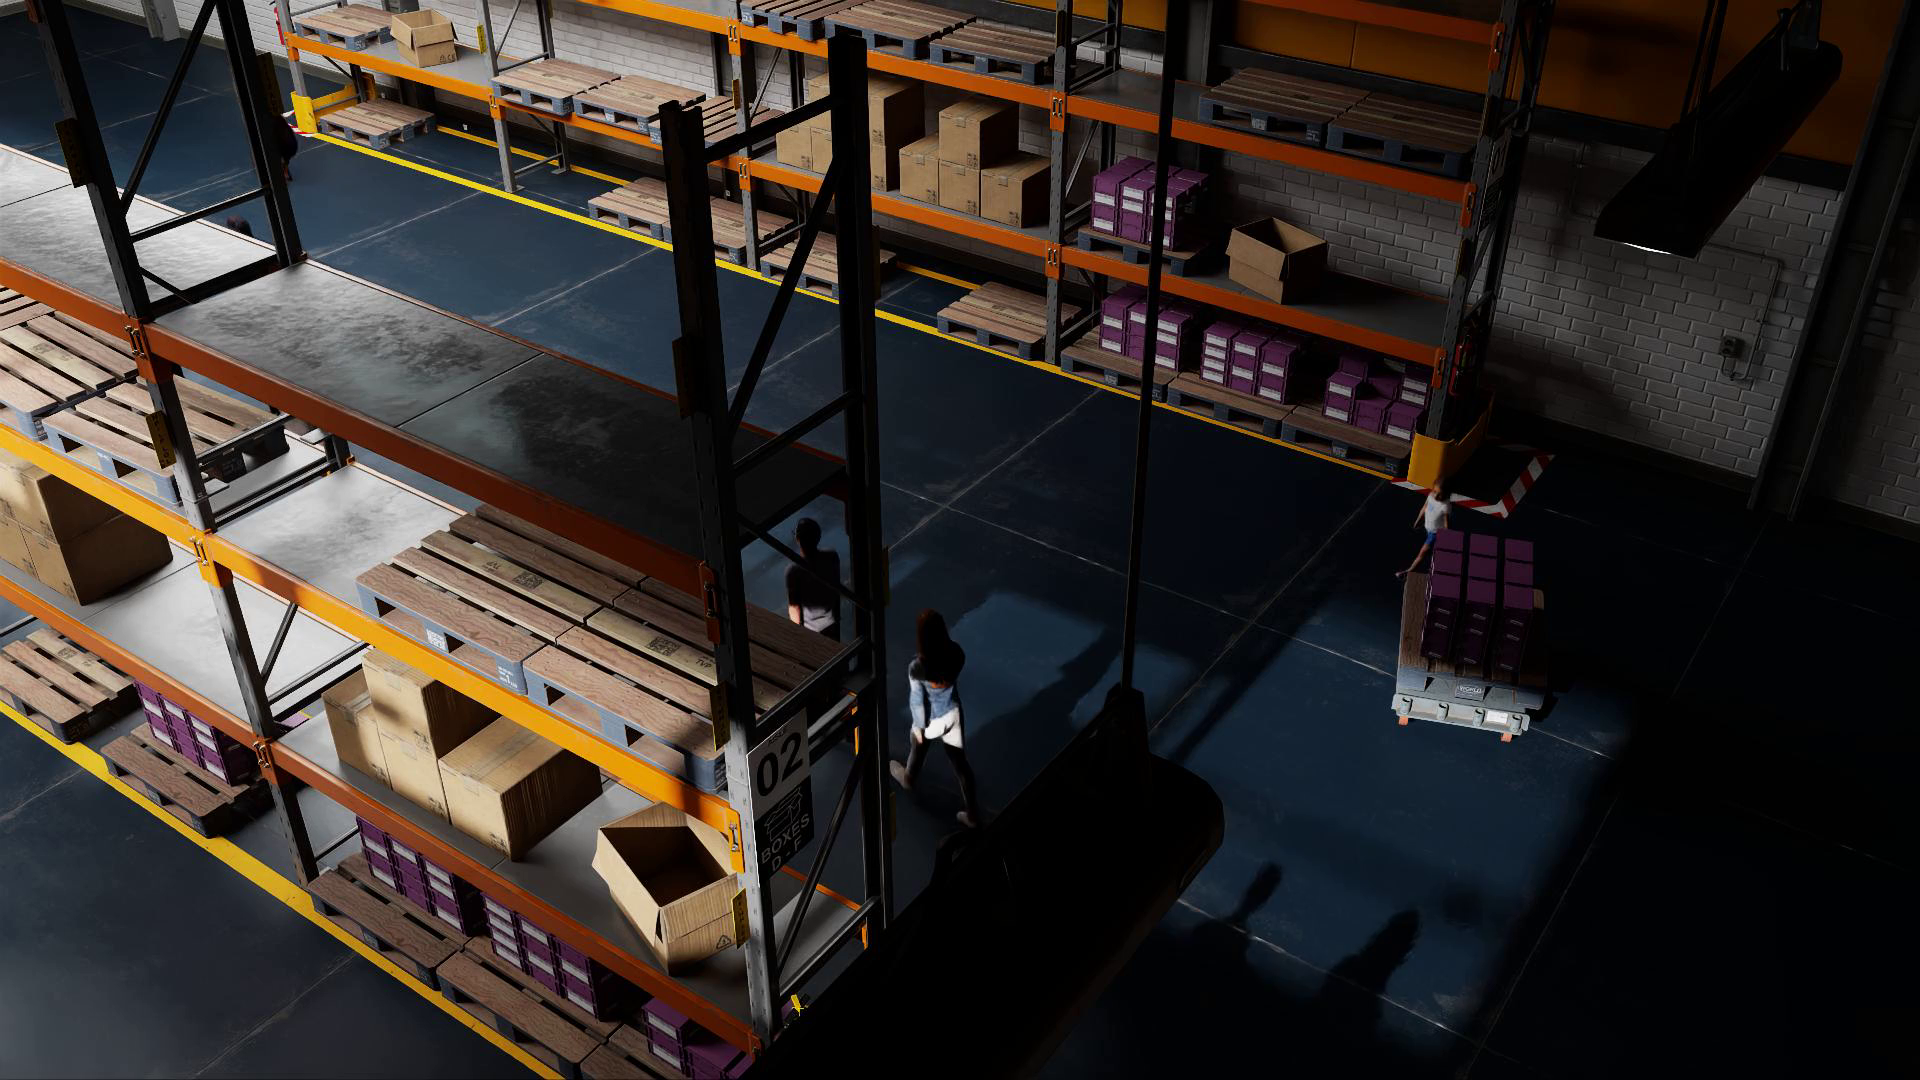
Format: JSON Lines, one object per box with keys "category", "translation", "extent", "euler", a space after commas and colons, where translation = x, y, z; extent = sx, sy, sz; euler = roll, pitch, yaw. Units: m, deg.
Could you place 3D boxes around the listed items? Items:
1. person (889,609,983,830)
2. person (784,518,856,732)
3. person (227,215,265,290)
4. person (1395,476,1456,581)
{"category": "person", "translation": [-0.077, 1.228, 10.888], "extent": [0.874, 1.654, 1.205], "euler": [-22, 40, -30]}
{"category": "person", "translation": [-0.972, 0.630, 11.719], "extent": [0.841, 1.730, 1.197], "euler": [-24, 40, -32]}
{"category": "person", "translation": [-6.867, -2.354, 16.209], "extent": [0.548, 1.729, 0.616], "euler": [23, 40, 31]}
{"category": "person", "translation": [3.903, -0.097, 13.486], "extent": [0.769, 0.985, 0.723], "euler": [-6, 34, -9]}
